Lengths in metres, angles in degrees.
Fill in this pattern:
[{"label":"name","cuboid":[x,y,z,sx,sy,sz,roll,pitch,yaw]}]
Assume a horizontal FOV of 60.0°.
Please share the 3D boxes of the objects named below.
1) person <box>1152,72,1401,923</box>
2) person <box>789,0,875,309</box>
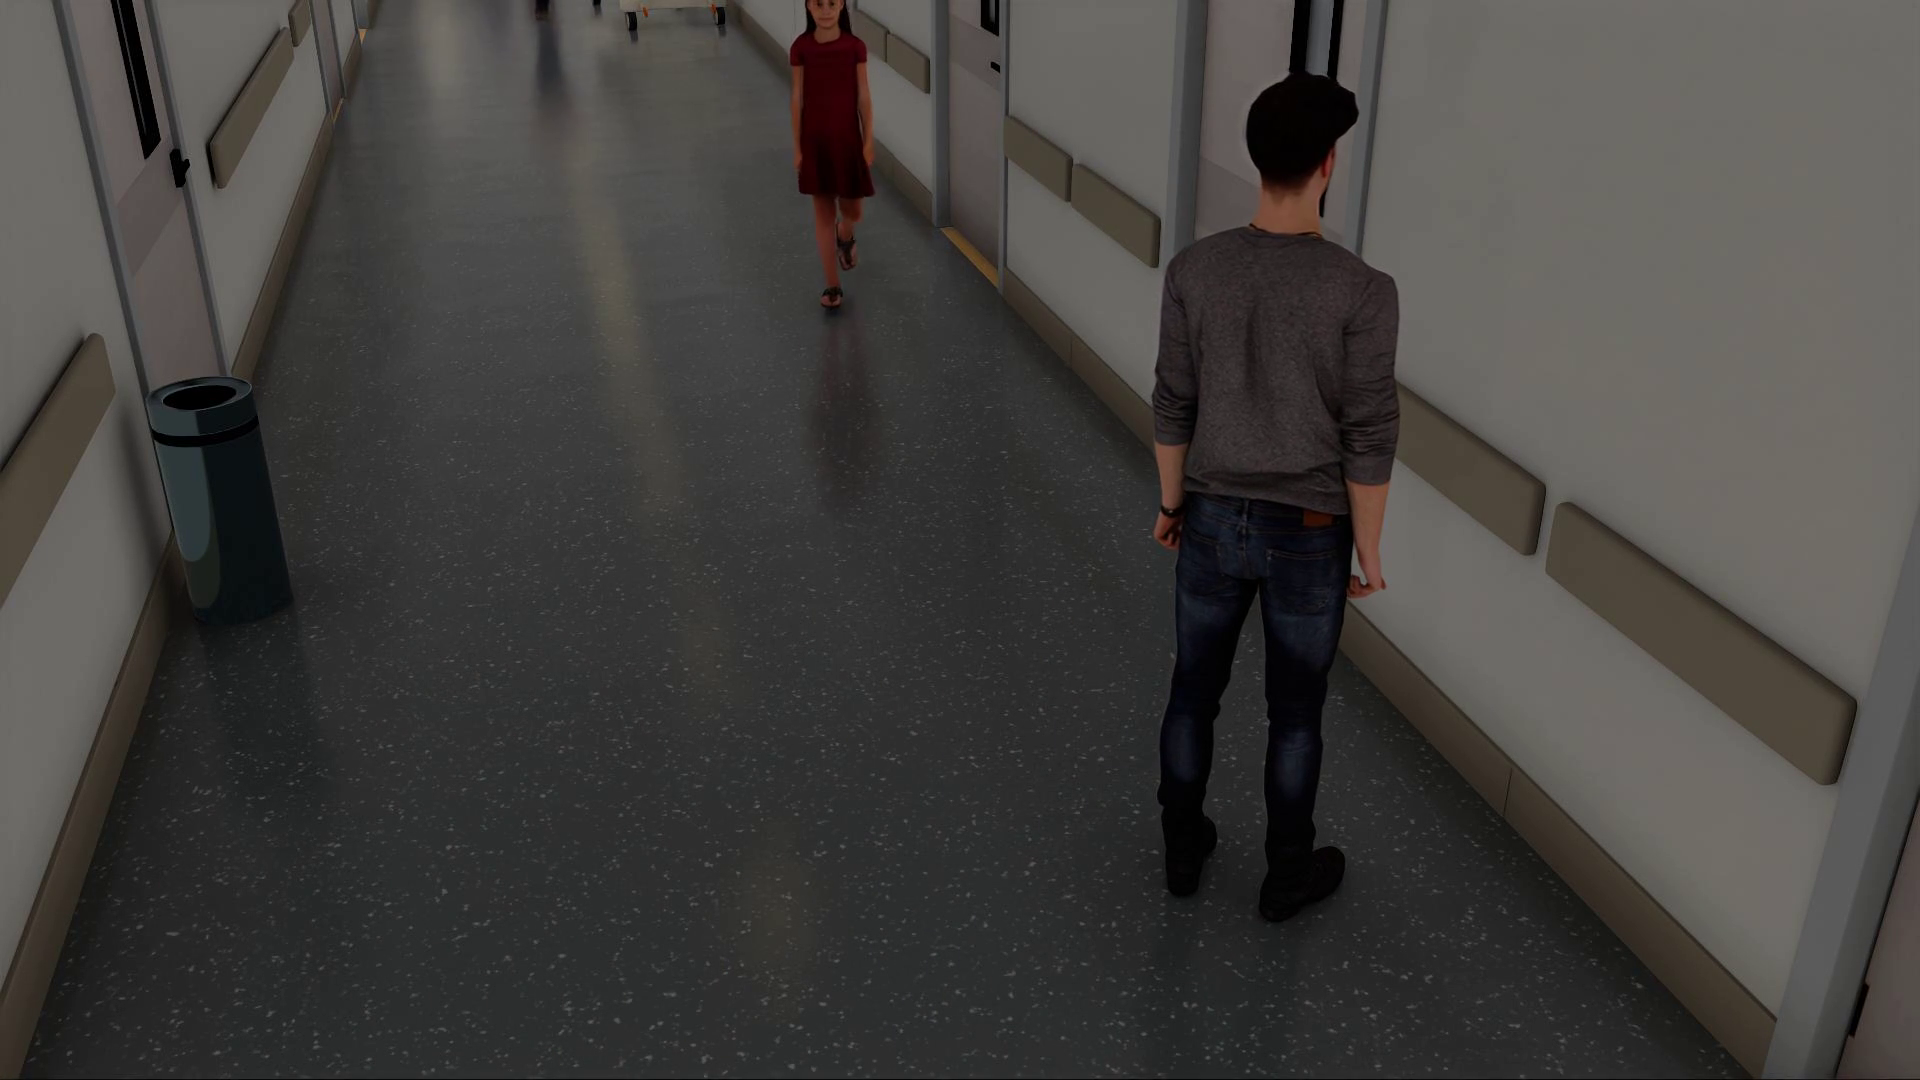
[{"label":"person","cuboid":[0.657,-0.030,3.608,0.757,1.904,0.828,13,29,25]},{"label":"person","cuboid":[-0.603,-1.912,7.930,0.834,1.534,0.690,-2,26,-3]}]
